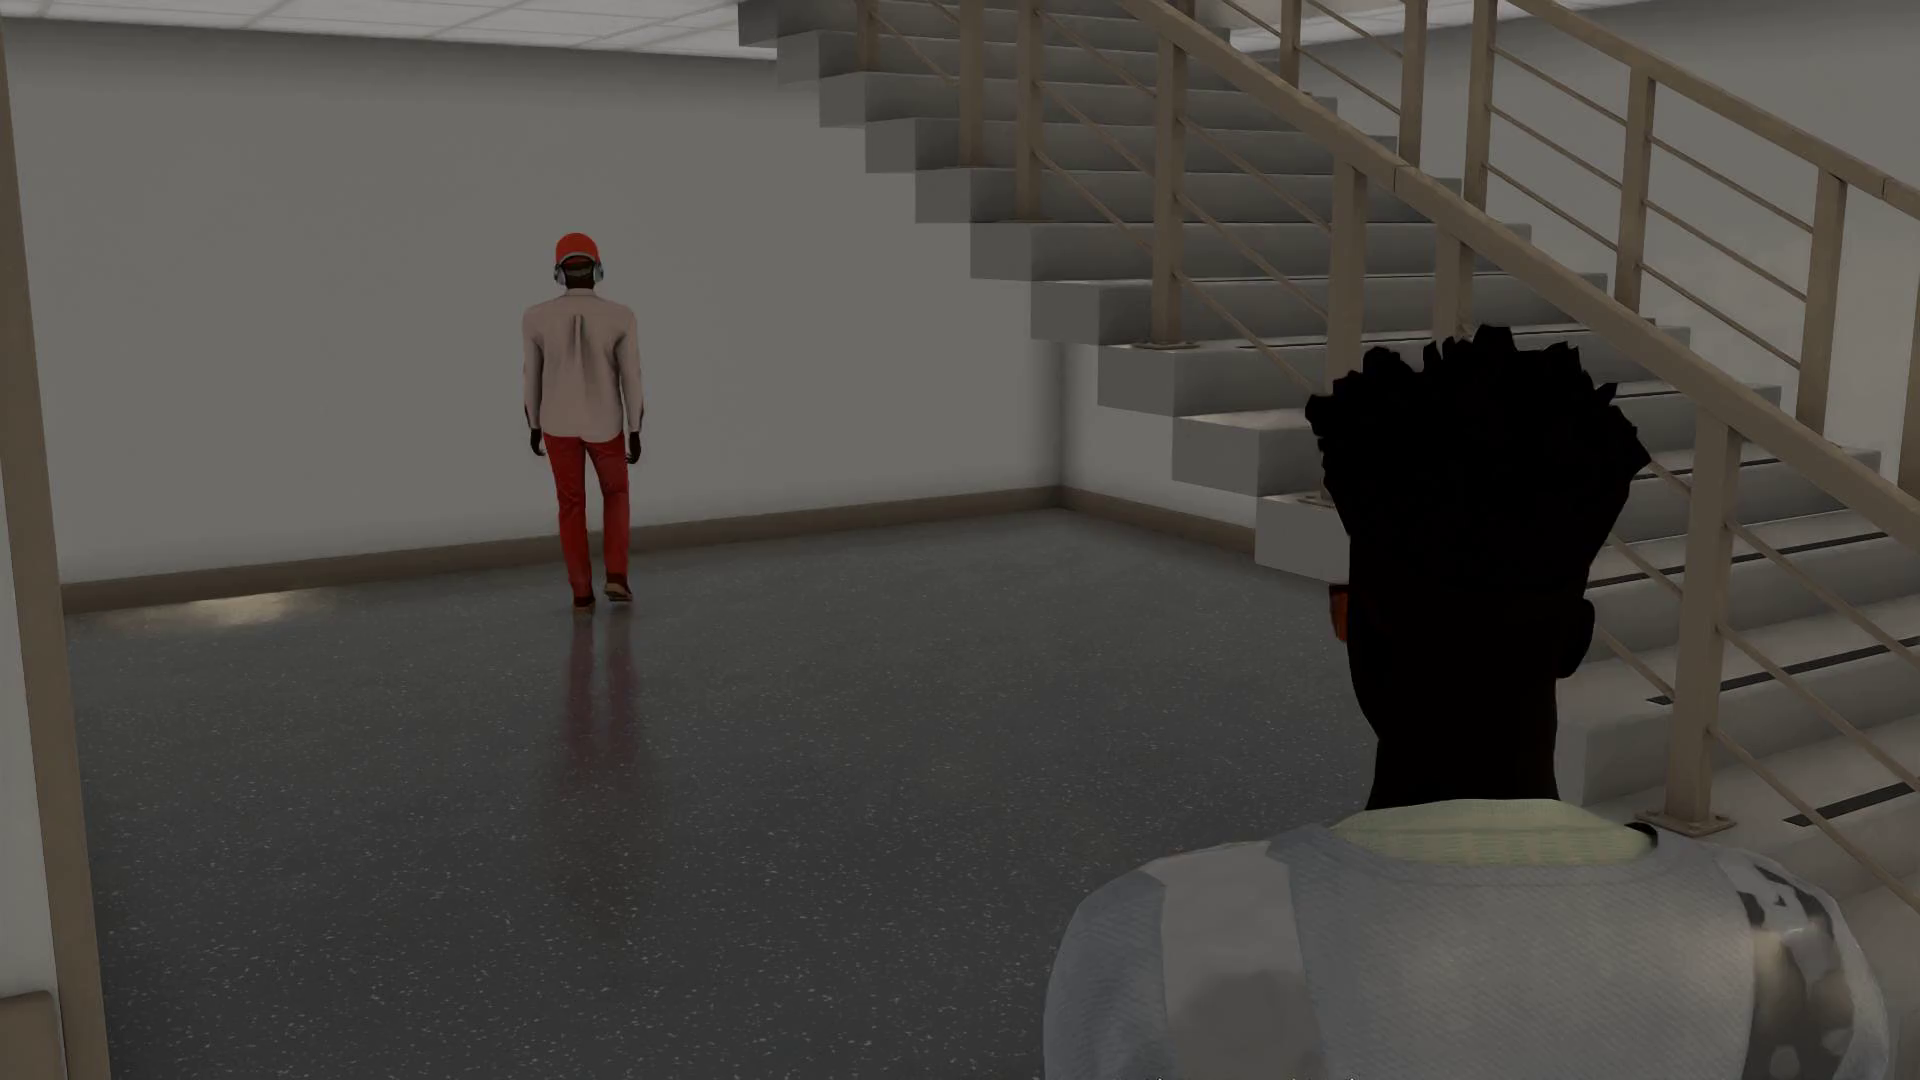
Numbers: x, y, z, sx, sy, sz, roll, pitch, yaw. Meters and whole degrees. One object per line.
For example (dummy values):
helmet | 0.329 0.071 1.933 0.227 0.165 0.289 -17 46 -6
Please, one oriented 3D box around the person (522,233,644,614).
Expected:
person | -1.955 -0.597 8.657 0.618 1.966 0.427 -2 11 -10

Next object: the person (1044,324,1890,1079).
person | 0.342 0.819 1.283 0.614 1.952 0.388 -2 11 -9
